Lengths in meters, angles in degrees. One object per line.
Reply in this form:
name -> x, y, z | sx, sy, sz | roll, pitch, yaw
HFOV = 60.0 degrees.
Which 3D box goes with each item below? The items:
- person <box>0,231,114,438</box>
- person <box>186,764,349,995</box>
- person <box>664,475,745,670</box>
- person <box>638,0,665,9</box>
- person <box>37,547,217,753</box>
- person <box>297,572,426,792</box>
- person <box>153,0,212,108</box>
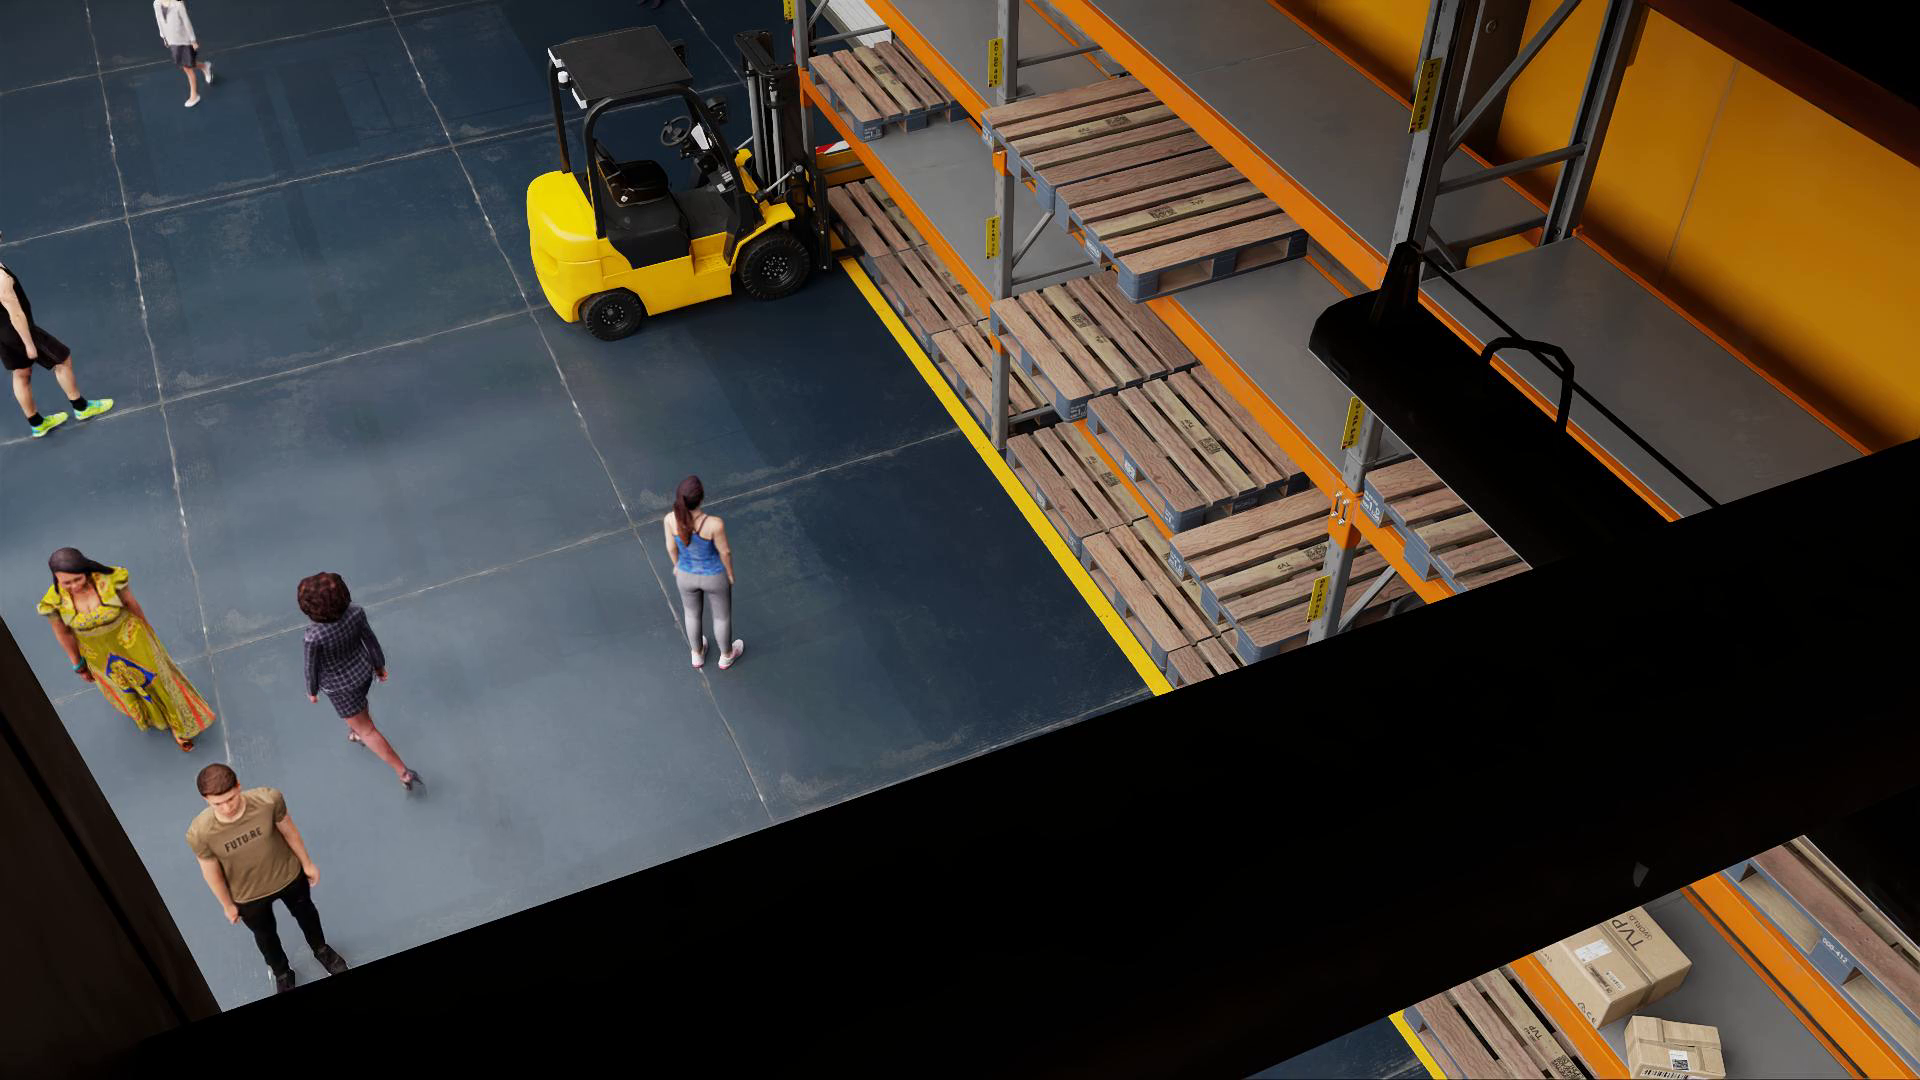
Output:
person -> -7.143, -1.537, 12.445 | 0.936, 1.869, 0.982 | 23, 48, 22
person -> -3.733, 1.816, 8.938 | 0.718, 1.853, 0.653 | -28, 50, -26
person -> -1.673, 0.216, 10.793 | 0.660, 1.609, 0.693 | 6, 44, 6
person -> -3.404, -6.566, 17.881 | 0.630, 1.652, 0.717 | 20, 47, 20
person -> -5.312, 0.588, 10.387 | 0.852, 1.632, 0.948 | -22, 48, -21
person -> -3.626, 0.906, 10.030 | 1.120, 1.664, 0.948 | 24, 49, 23
person -> -7.725, -5.000, 16.521 | 0.800, 1.261, 0.863 | 13, 45, 13
